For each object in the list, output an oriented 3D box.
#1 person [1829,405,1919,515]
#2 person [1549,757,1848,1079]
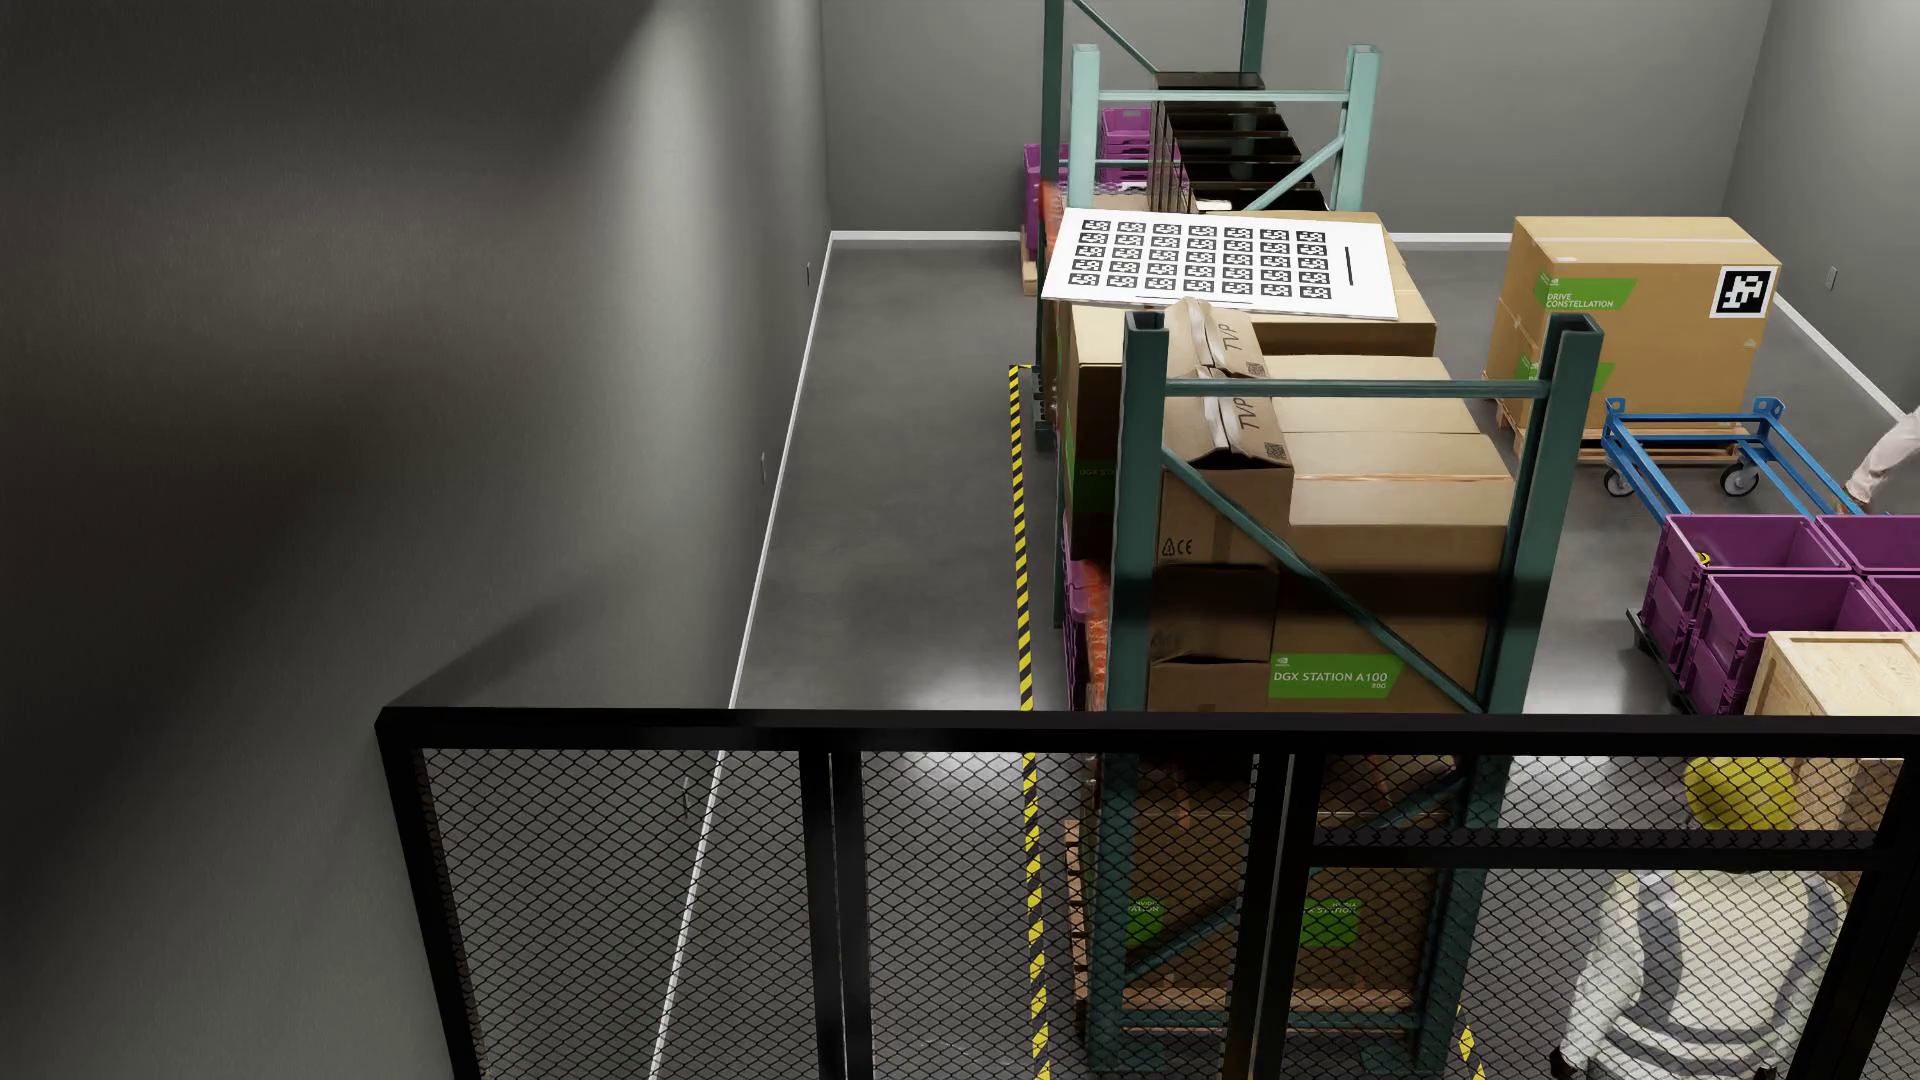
[{"bbox_3d":[4.706,-0.879,7.655,0.838,1.964,0.601,-8,32,-14],"label":"person"},{"bbox_3d":[1.808,1.260,4.220,0.588,1.837,0.403,1,31,1],"label":"person"}]
